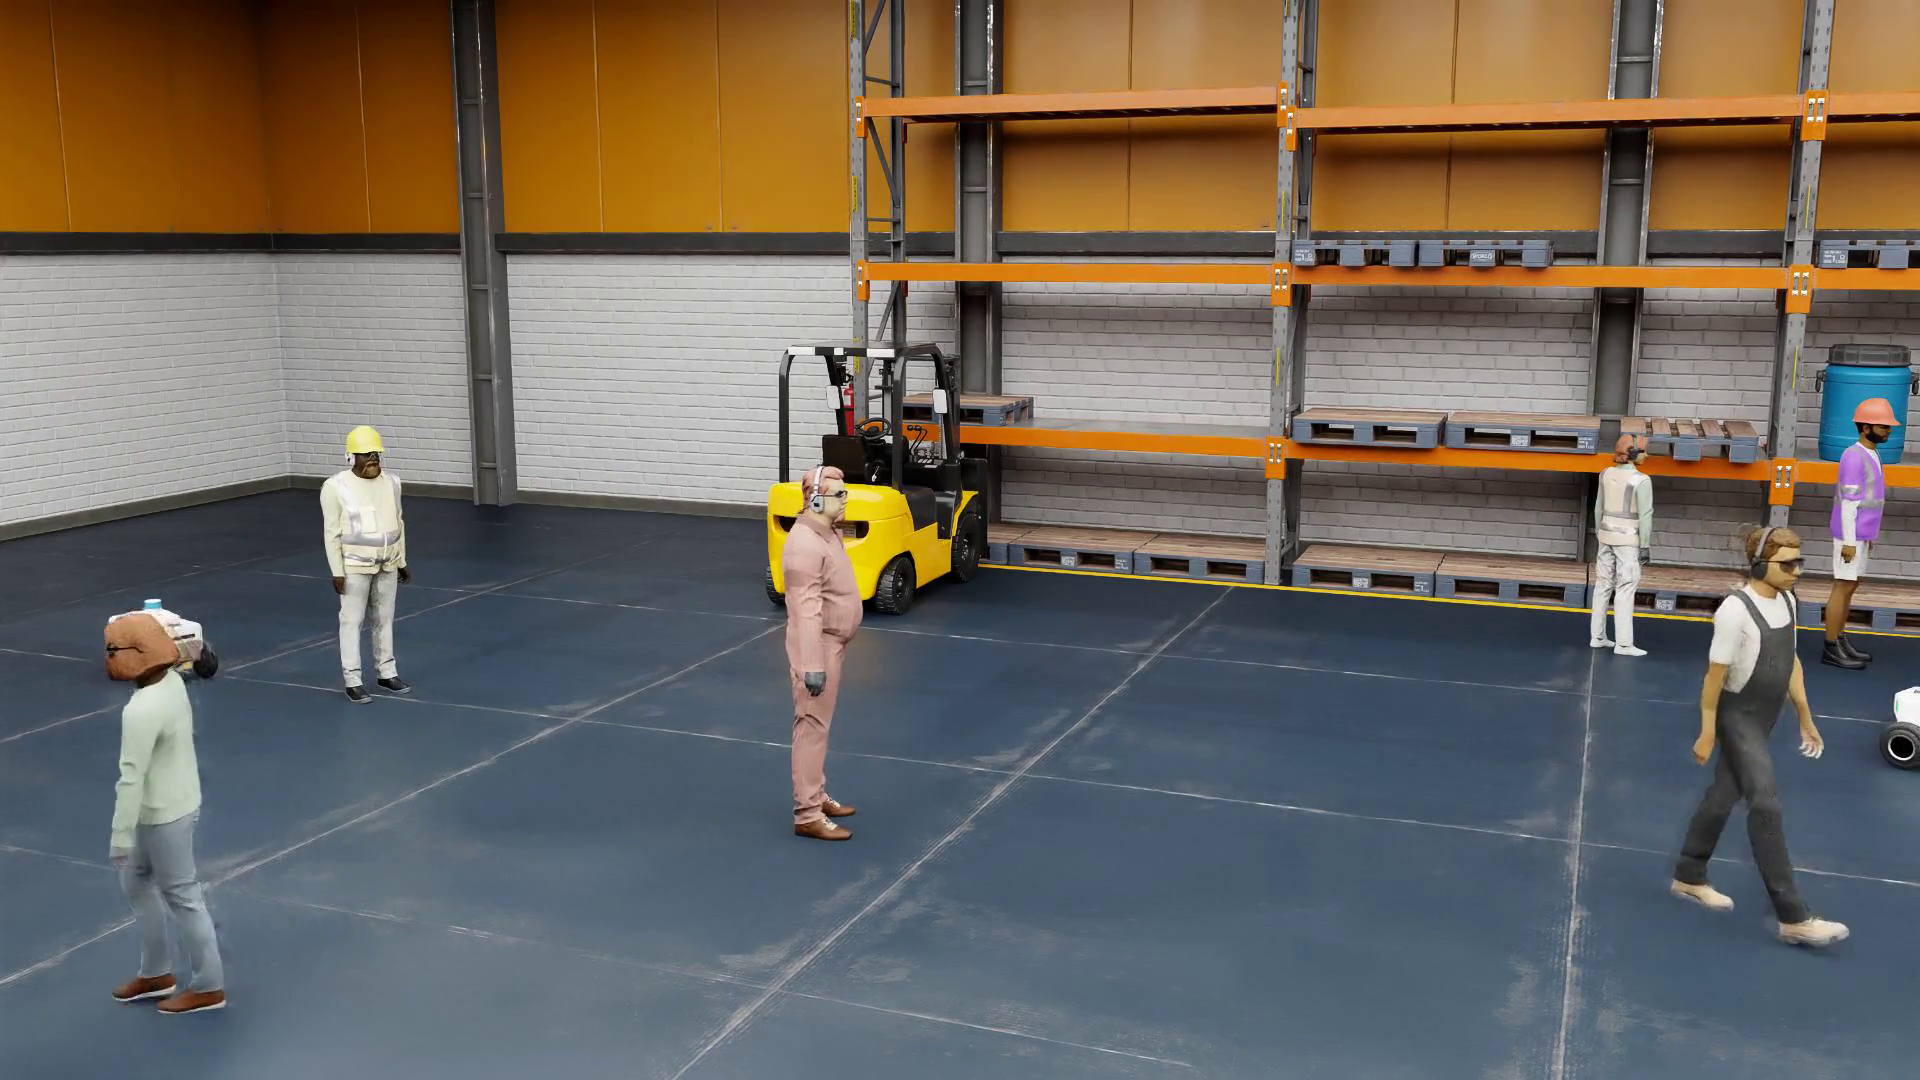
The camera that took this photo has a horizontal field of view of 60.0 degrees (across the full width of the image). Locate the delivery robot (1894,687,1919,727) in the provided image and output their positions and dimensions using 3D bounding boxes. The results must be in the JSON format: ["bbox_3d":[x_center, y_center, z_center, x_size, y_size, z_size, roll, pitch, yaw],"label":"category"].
[{"bbox_3d":[5.752,1.025,9.489,0.477,0.478,0.707,-7,13,-36],"label":"delivery robot"}]

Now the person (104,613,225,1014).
[{"bbox_3d":[-3.195,1.078,6.472,0.585,1.610,0.531,-2,10,-11],"label":"person"}]

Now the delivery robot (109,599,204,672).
[{"bbox_3d":[-5.584,0.653,11.540,0.707,0.478,0.477,6,12,35],"label":"delivery robot"}]

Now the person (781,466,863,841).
[{"bbox_3d":[-0.695,0.566,8.542,0.400,1.907,0.644,0,10,2],"label":"person"}]

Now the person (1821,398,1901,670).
[{"bbox_3d":[6.439,-0.052,11.895,0.379,1.938,0.547,8,13,39],"label":"person"}]

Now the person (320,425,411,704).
[{"bbox_3d":[-3.917,0.153,11.045,0.404,1.835,0.587,8,13,36],"label":"person"}]

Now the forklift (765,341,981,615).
[{"bbox_3d":[-0.739,-0.602,14.246,1.214,2.155,2.313,4,11,21],"label":"forklift"}]

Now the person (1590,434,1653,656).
[{"bbox_3d":[4.879,0.034,12.256,0.313,1.636,0.517,-4,11,-20],"label":"person"}]

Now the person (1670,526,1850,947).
[{"bbox_3d":[3.578,0.841,7.297,0.516,1.804,0.923,-9,13,-40],"label":"person"}]
